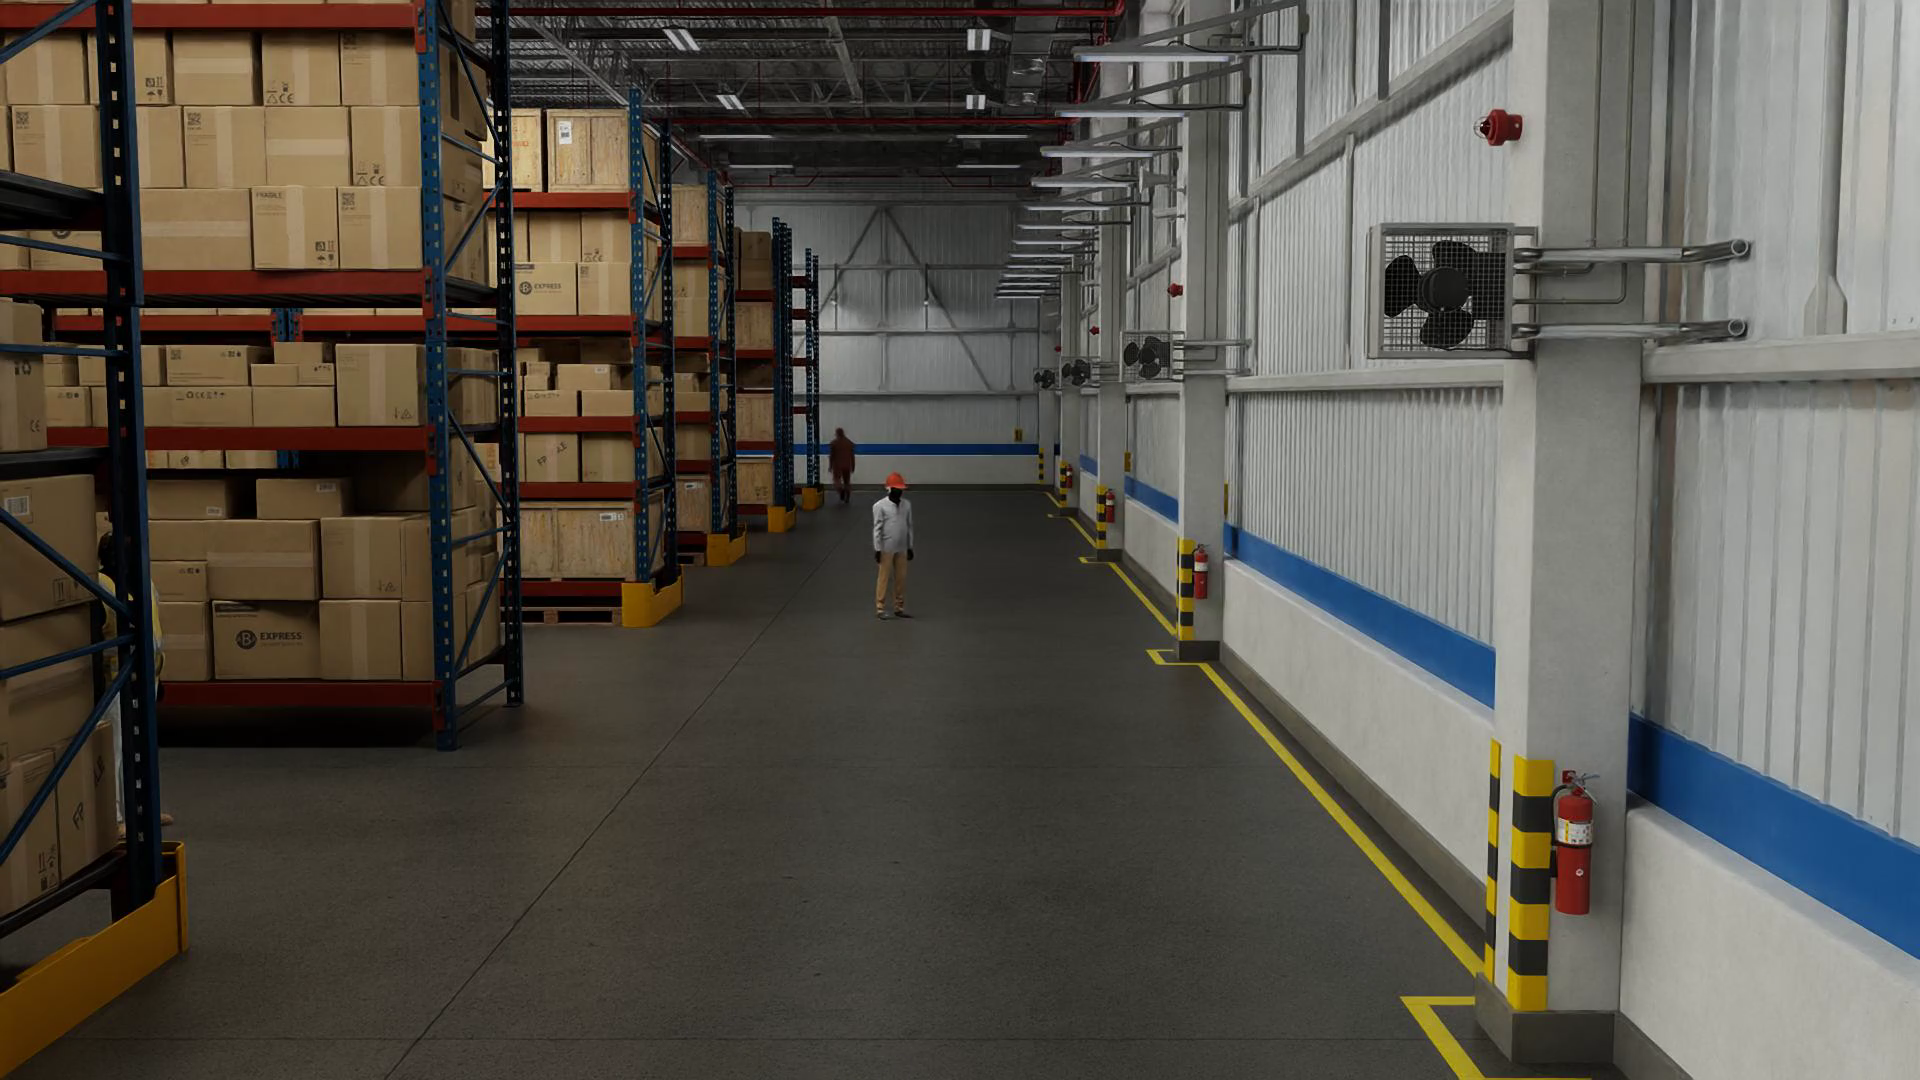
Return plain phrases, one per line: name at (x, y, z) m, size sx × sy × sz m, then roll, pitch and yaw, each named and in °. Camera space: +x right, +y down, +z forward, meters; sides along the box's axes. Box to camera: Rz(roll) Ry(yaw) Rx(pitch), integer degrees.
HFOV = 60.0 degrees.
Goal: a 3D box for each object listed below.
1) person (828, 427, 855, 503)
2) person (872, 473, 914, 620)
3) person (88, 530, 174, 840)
person at (-2.900, -1.839, 41.065) m, size 0.711 × 1.878 × 0.548 m, roll -3°, pitch 6°, yaw -27°
person at (-0.765, 0.075, 19.591) m, size 0.581 × 1.742 × 0.360 m, roll -4°, pitch 6°, yaw -40°
person at (-5.001, 0.852, 9.974) m, size 0.429 × 1.844 × 0.627 m, roll 1°, pitch 5°, yaw 9°
